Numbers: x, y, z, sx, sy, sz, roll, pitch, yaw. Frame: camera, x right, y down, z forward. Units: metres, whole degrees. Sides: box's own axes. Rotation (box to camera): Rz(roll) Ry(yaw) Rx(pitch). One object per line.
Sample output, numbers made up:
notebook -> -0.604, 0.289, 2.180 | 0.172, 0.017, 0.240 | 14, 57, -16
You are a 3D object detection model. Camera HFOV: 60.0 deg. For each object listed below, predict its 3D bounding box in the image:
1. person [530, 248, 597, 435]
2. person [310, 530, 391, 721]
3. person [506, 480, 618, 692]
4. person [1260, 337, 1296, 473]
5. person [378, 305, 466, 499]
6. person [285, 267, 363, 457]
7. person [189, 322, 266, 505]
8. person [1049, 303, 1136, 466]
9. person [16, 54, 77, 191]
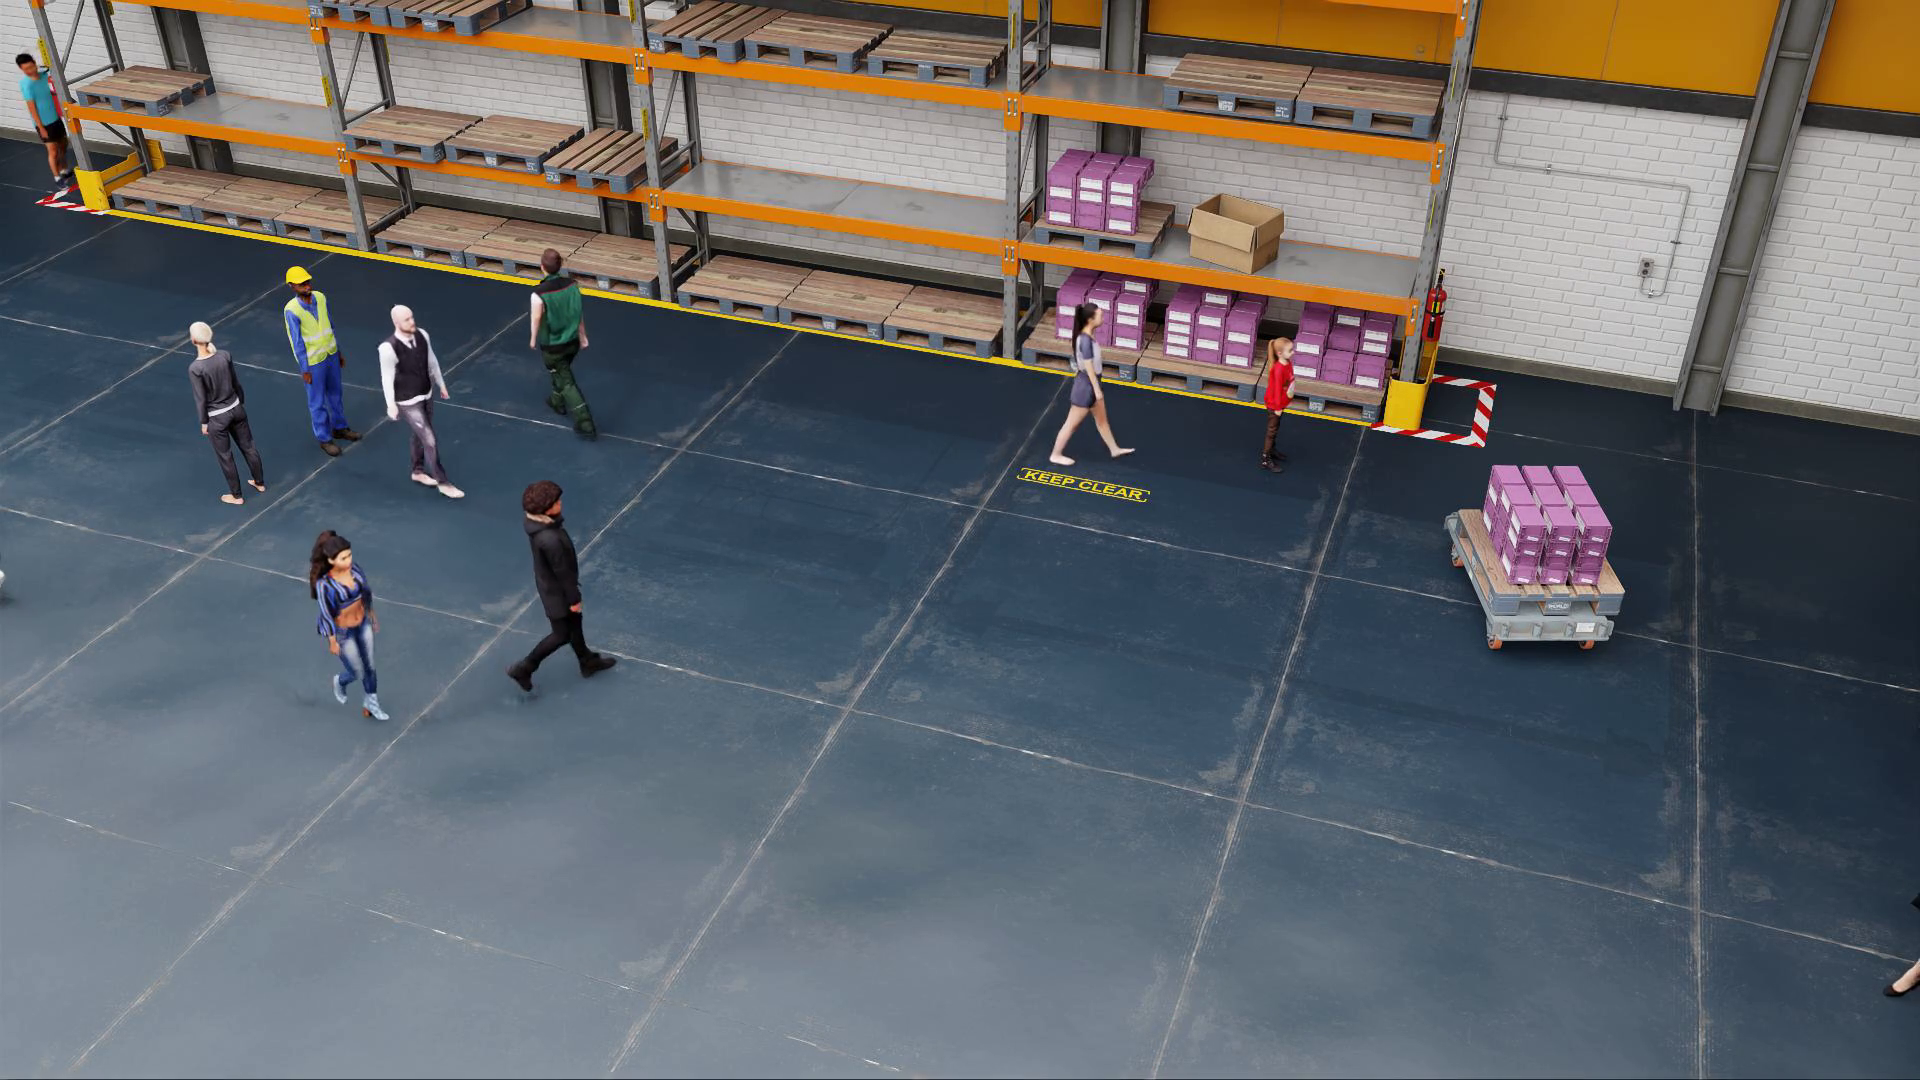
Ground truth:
person -> -3.709, -1.816, 15.539 | 1.202, 1.805, 0.915 | 26, 42, 33
person -> -4.463, 0.635, 12.027 | 0.728, 1.610, 0.675 | 17, 37, 23
person -> -3.036, 0.381, 12.272 | 1.123, 1.763, 1.061 | -15, 37, -22
person -> 2.900, -1.259, 15.175 | 0.493, 1.281, 0.479 | 11, 35, 17
person -> -4.875, -1.252, 14.693 | 0.929, 1.802, 0.753 | 14, 36, 20
person -> -5.911, -1.682, 15.330 | 0.593, 1.813, 0.683 | 15, 36, 21
person -> -6.459, -1.128, 14.575 | 0.583, 1.726, 0.645 | 19, 38, 26
person -> 1.046, -1.365, 15.034 | 1.047, 1.614, 0.715 | 6, 34, 8
person -> -11.386, -5.219, 20.717 | 0.667, 1.741, 0.839 | -1, 34, -1
